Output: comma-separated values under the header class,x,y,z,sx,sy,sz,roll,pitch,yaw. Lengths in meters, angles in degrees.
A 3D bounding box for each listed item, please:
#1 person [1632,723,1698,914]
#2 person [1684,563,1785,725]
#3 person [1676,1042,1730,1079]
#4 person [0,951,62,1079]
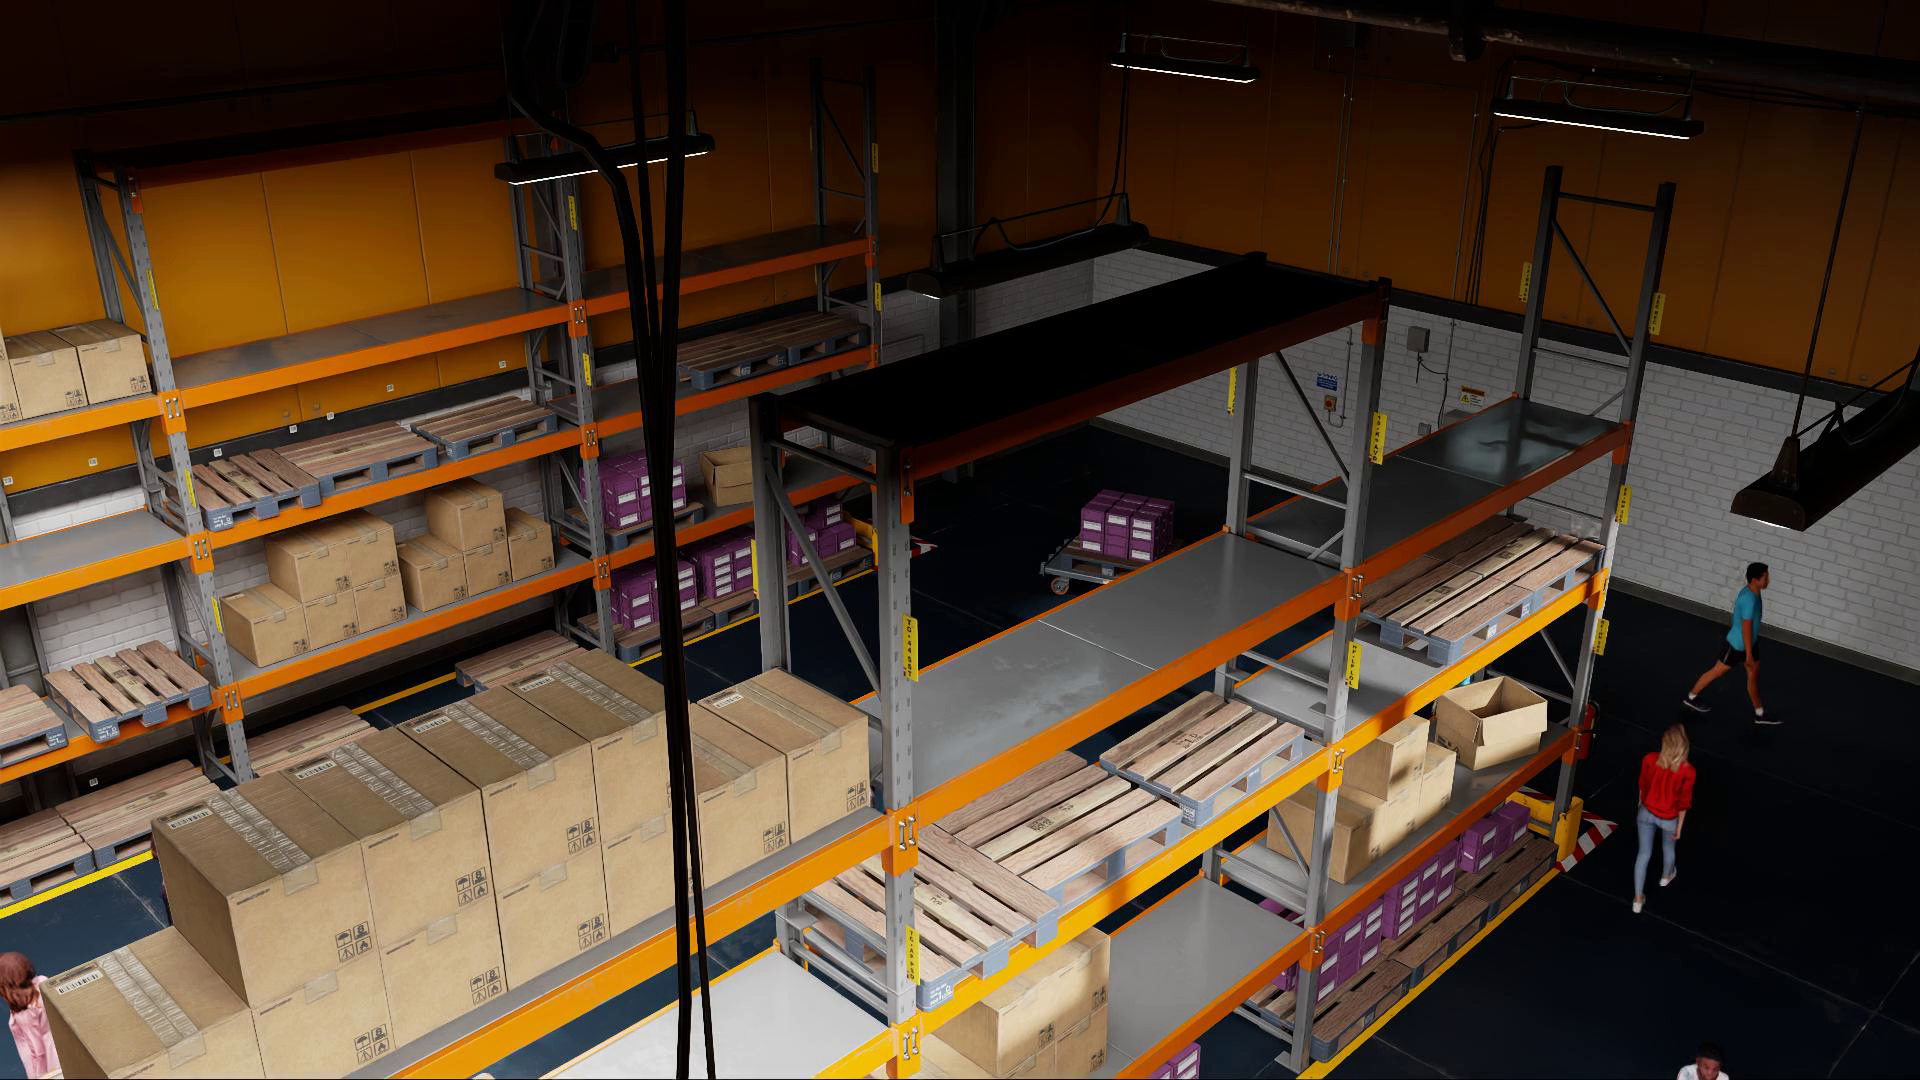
class,x,y,z,sx,sy,sz,roll,pitch,yaw
person,5.812,2.358,13.890,0.743,1.672,1.020,15,28,30
person,7.799,1.048,16.830,0.860,1.718,1.167,15,28,31
person,4.891,3.821,11.081,0.579,1.243,0.716,12,26,26
person,-6.096,3.493,11.135,0.703,1.800,0.690,-5,24,-11
